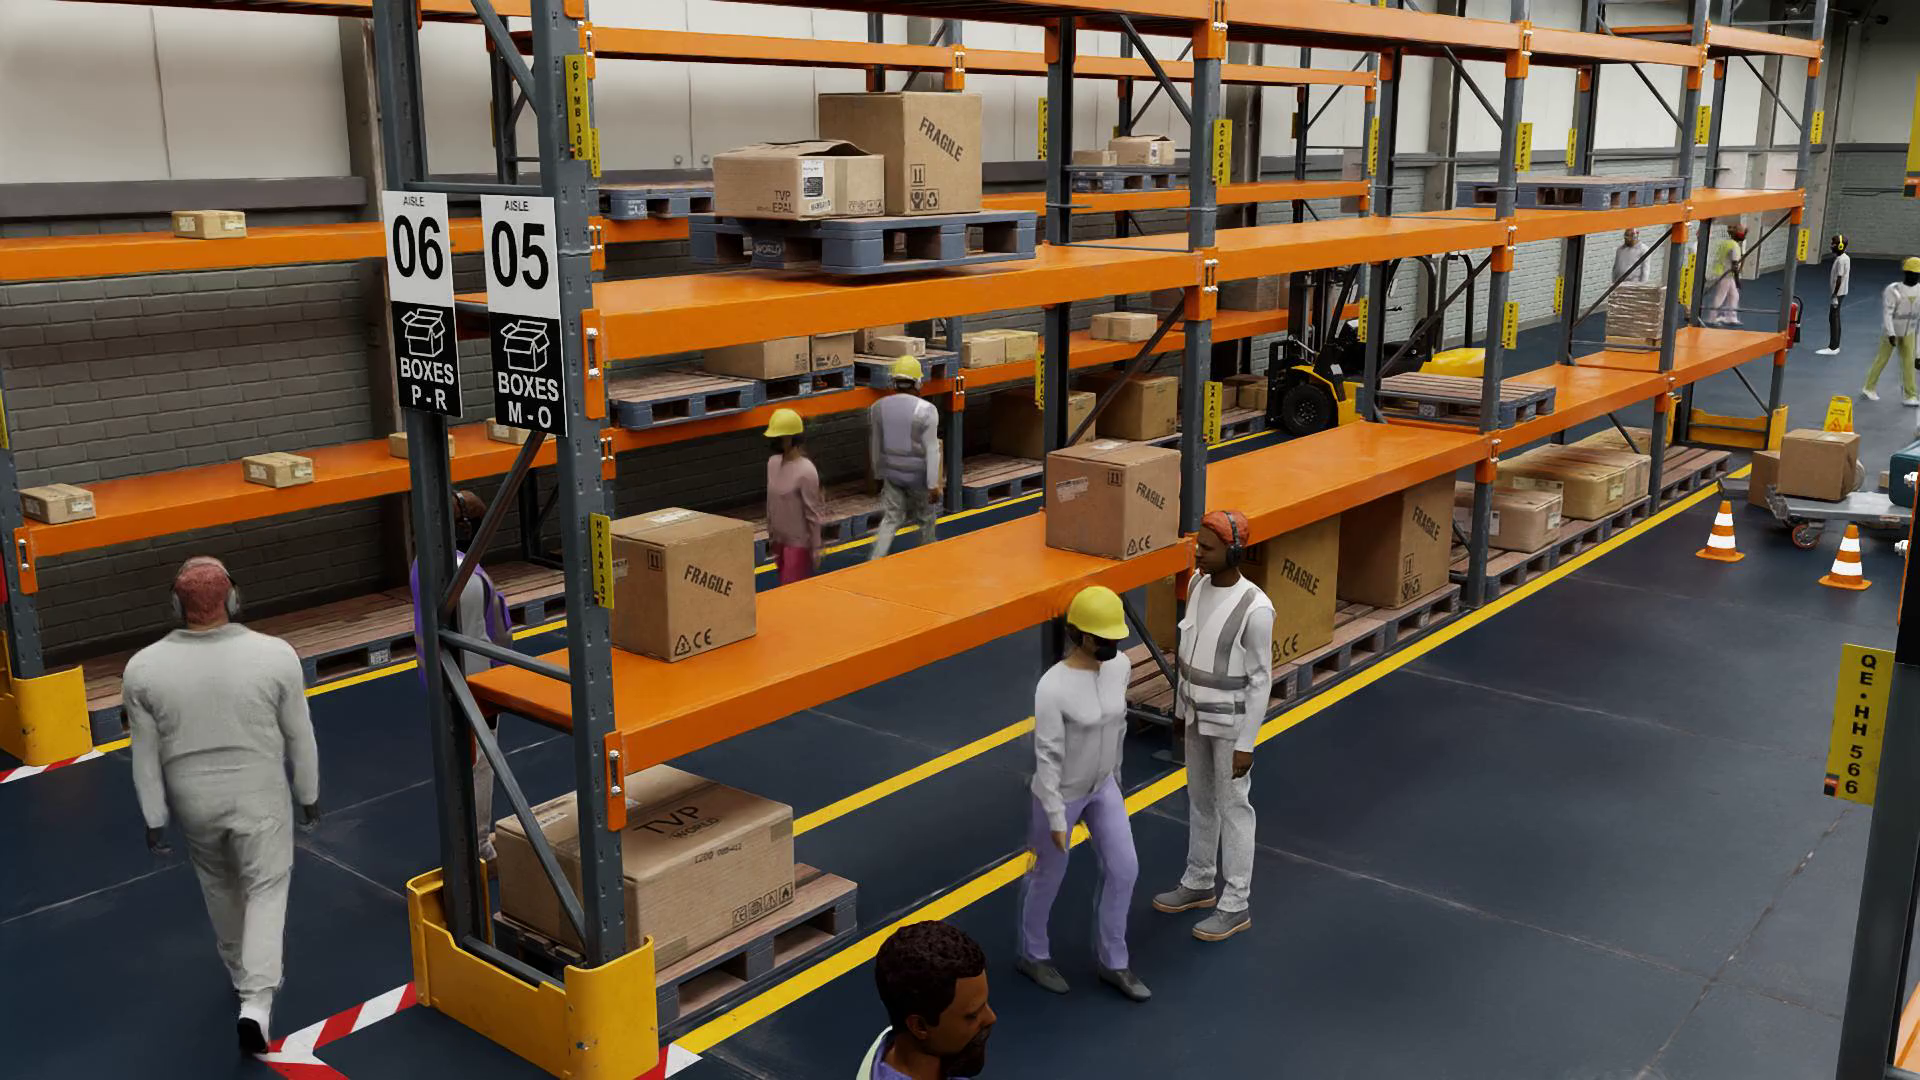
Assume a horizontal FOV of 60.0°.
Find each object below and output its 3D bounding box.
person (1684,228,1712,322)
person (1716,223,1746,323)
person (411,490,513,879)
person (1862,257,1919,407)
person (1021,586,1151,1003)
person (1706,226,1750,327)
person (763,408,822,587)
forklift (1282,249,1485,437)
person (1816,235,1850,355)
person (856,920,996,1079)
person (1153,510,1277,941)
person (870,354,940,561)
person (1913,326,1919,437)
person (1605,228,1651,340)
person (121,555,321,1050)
[{"bbox_3d":[13.557,-4.880,30.535,0.561,1.750,0.327,-13,19,-42],"label":"person"},{"bbox_3d":[14.063,-4.893,30.345,0.310,1.868,0.532,-4,14,-14],"label":"person"},{"bbox_3d":[-2.299,0.672,7.768,0.429,1.837,0.628,-8,16,-31],"label":"person"},{"bbox_3d":[12.036,-2.678,21.326,0.595,1.889,0.974,-1,14,-5],"label":"person"},{"bbox_3d":[0.520,1.012,6.568,0.587,1.735,0.688,-12,18,-40],"label":"person"},{"bbox_3d":[13.748,-4.668,29.563,0.782,1.796,0.594,5,15,18],"label":"person"},{"bbox_3d":[-1.004,-0.004,10.694,0.727,1.748,0.535,-10,17,-35],"label":"person"},{"bbox_3d":[4.886,-2.214,18.767,2.313,2.155,1.214,11,18,38],"label":"forklift"},{"bbox_3d":[13.711,-3.831,26.046,0.334,1.860,0.509,8,16,30],"label":"person"},{"bbox_3d":[-0.090,1.682,3.473,0.385,1.918,0.596,0,14,1],"label":"person"},{"bbox_3d":[1.106,0.789,7.185,0.355,1.882,0.575,-7,15,-26],"label":"person"},{"bbox_3d":[-0.408,-0.511,12.646,0.608,1.804,0.818,7,16,28],"label":"person"},{"bbox_3d":[11.222,-2.094,18.956,0.589,1.876,0.416,6,15,24],"label":"person"},{"bbox_3d":[11.089,-4.243,27.628,0.401,1.904,0.650,-9,16,-31],"label":"person"},{"bbox_3d":[-2.808,0.987,6.385,0.646,1.874,0.913,-3,14,-12],"label":"person"}]
